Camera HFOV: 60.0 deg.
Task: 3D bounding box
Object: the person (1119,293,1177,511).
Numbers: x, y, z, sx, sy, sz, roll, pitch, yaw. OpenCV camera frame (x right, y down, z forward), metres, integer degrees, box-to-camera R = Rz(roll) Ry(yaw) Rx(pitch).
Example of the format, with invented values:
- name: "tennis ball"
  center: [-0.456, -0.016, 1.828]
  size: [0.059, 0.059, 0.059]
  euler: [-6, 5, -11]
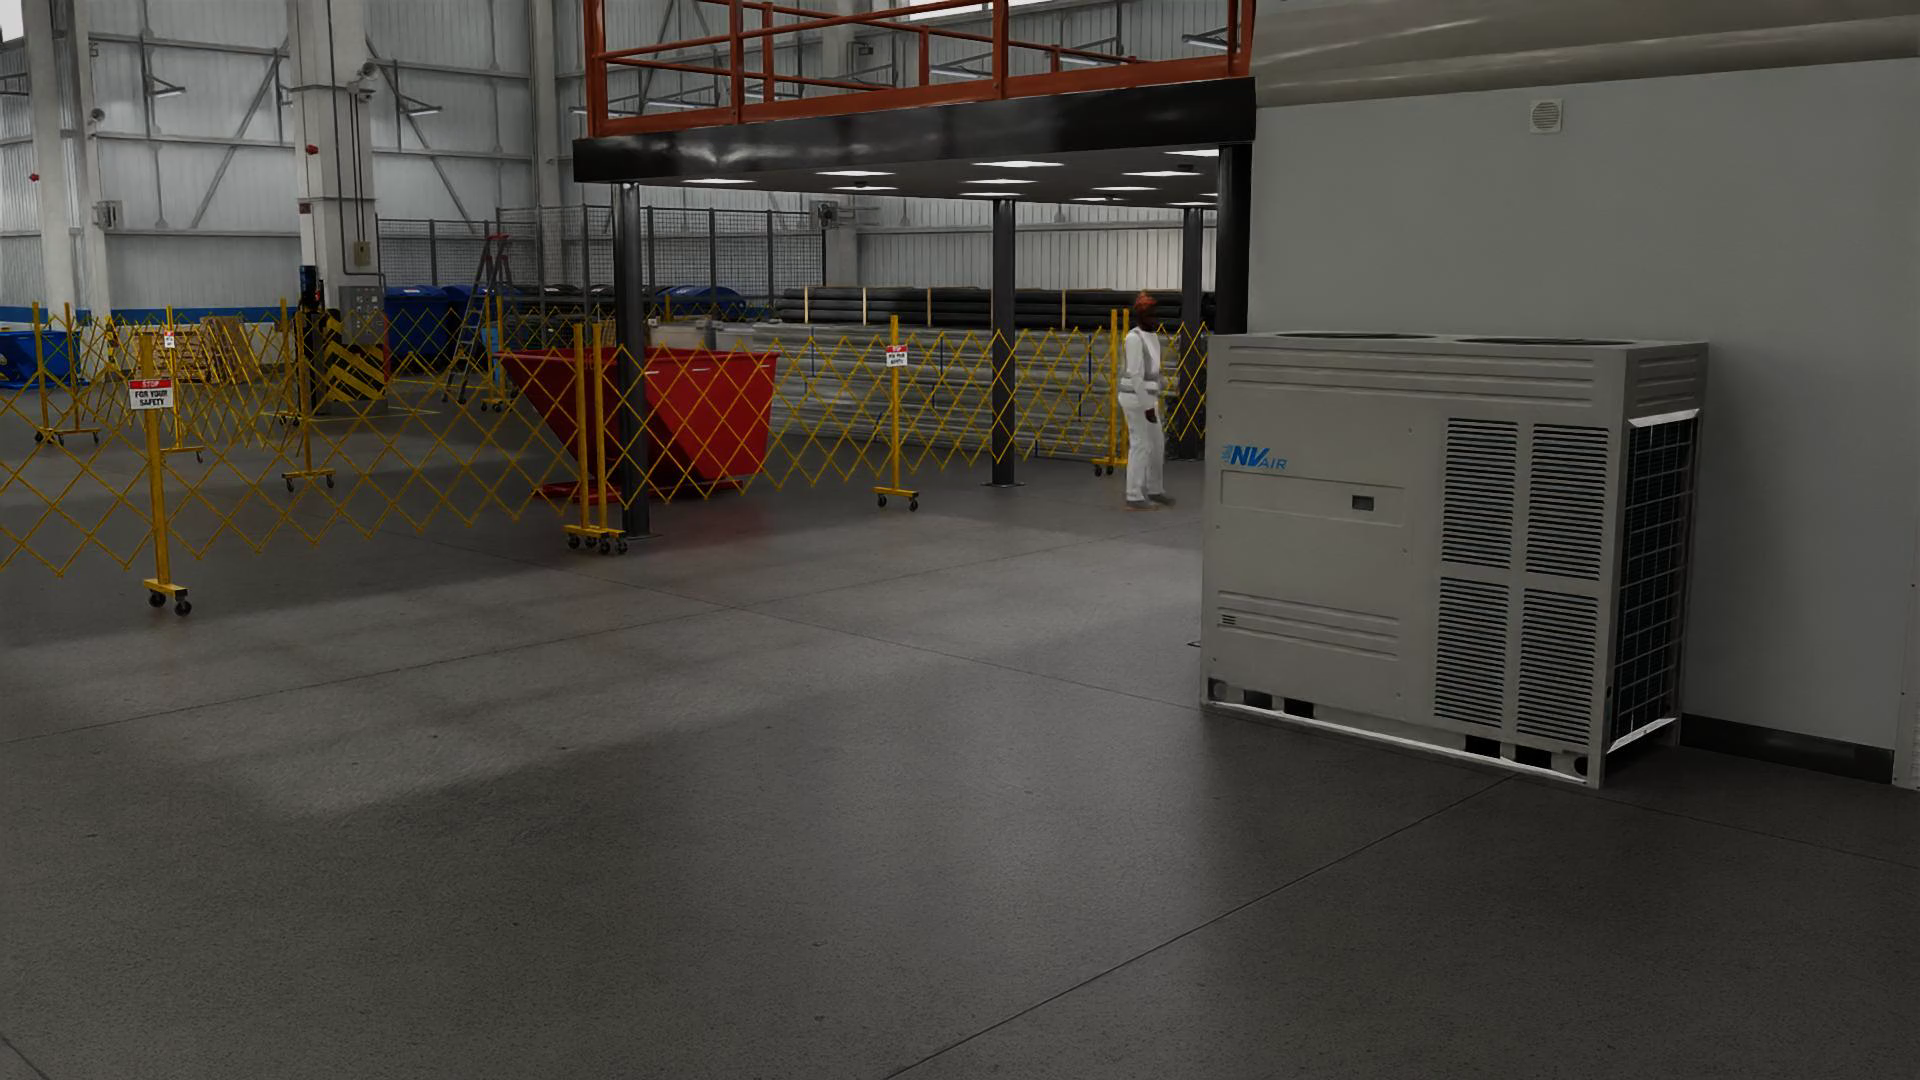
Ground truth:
- name: "person"
  center: [1.606, -1.165, 14.212]
  size: [0.456, 1.865, 0.634]
  euler: [4, 10, 25]
